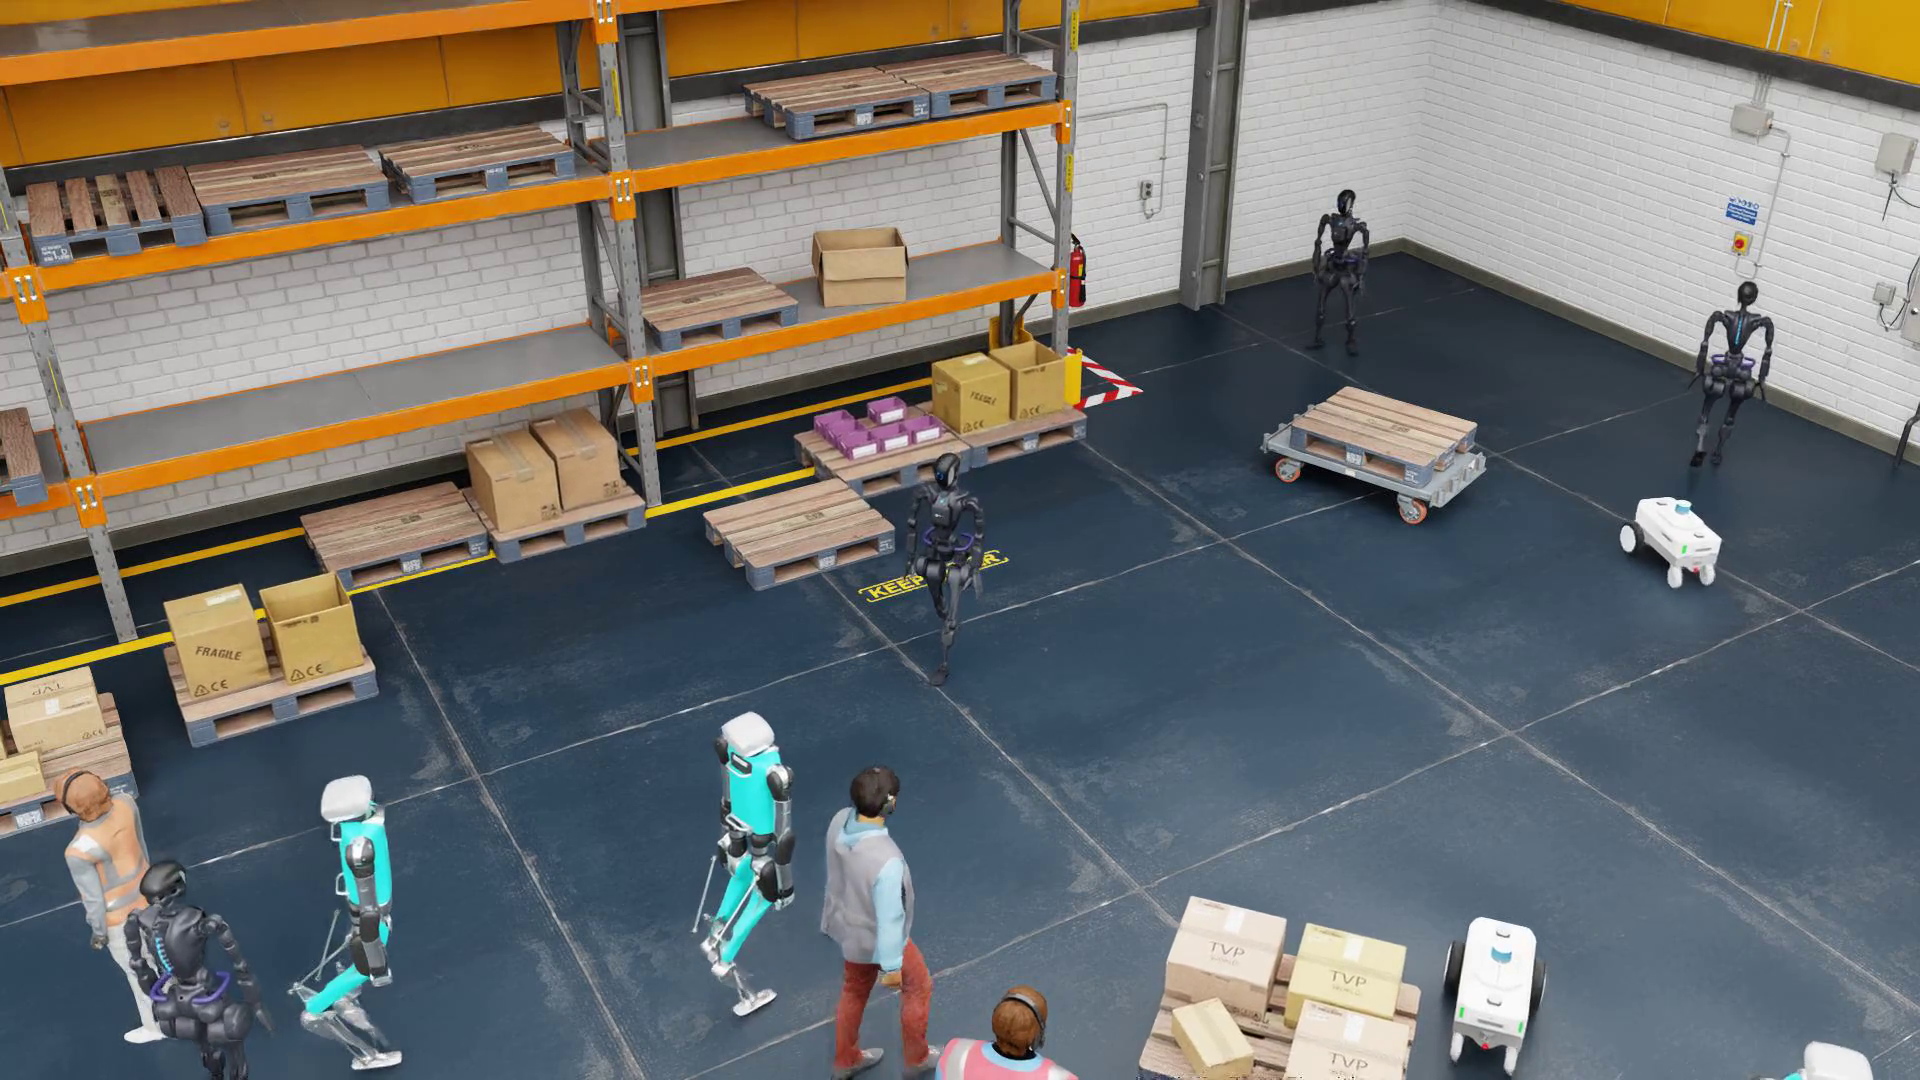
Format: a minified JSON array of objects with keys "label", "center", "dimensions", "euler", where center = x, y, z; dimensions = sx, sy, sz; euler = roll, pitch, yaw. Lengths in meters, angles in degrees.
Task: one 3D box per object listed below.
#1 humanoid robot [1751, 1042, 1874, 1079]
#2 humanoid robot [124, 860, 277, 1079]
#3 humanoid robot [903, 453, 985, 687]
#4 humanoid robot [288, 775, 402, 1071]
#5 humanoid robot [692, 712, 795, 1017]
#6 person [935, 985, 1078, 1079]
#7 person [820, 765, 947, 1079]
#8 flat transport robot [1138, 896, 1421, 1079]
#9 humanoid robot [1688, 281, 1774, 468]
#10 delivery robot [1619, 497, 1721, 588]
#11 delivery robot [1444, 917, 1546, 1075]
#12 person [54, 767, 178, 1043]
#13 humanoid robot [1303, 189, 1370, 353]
[{"label":"humanoid robot","center":[3.238,2.875,6.453],"dimensions":[0.565,1.836,0.787],"euler":[3,30,6]},{"label":"humanoid robot","center":[-3.508,2.126,7.788],"dimensions":[0.611,1.633,0.558],"euler":[3,30,5]},{"label":"humanoid robot","center":[-0.107,0.139,11.345],"dimensions":[0.608,1.623,0.778],"euler":[11,31,19]},{"label":"humanoid robot","center":[-3.013,1.976,8.049],"dimensions":[0.702,1.859,0.535],"euler":[-9,31,-15]},{"label":"humanoid robot","center":[-1.165,1.741,8.396],"dimensions":[0.667,1.792,0.538],"euler":[-26,38,-38]},{"label":"person","center":[0.213,2.565,6.852],"dimensions":[0.628,1.835,0.431],"euler":[11,31,18]},{"label":"person","center":[-0.395,1.873,8.045],"dimensions":[0.605,1.853,0.564],"euler":[-21,35,-32]},{"label":"flat transport robot","center":[1.578,2.653,8.278],"dimensions":[0.659,0.231,1.431],"euler":[10,31,18]},{"label":"humanoid robot","center":[6.469,-1.359,13.959],"dimensions":[0.606,1.632,0.561],"euler":[13,32,22]},{"label":"delivery robot","center":[5.474,-0.024,12.718],"dimensions":[0.499,0.586,0.772],"euler":[-5,30,-9]},{"label":"delivery robot","center":[2.765,2.314,8.607],"dimensions":[0.499,0.613,0.811],"euler":[10,31,18]},{"label":"person","center":[-4.192,1.830,8.343],"dimensions":[0.313,1.636,0.513],"euler":[3,30,5]},{"label":"humanoid robot","center":[3.711,-2.622,16.177],"dimensions":[0.598,1.639,0.377],"euler":[18,34,28]}]
